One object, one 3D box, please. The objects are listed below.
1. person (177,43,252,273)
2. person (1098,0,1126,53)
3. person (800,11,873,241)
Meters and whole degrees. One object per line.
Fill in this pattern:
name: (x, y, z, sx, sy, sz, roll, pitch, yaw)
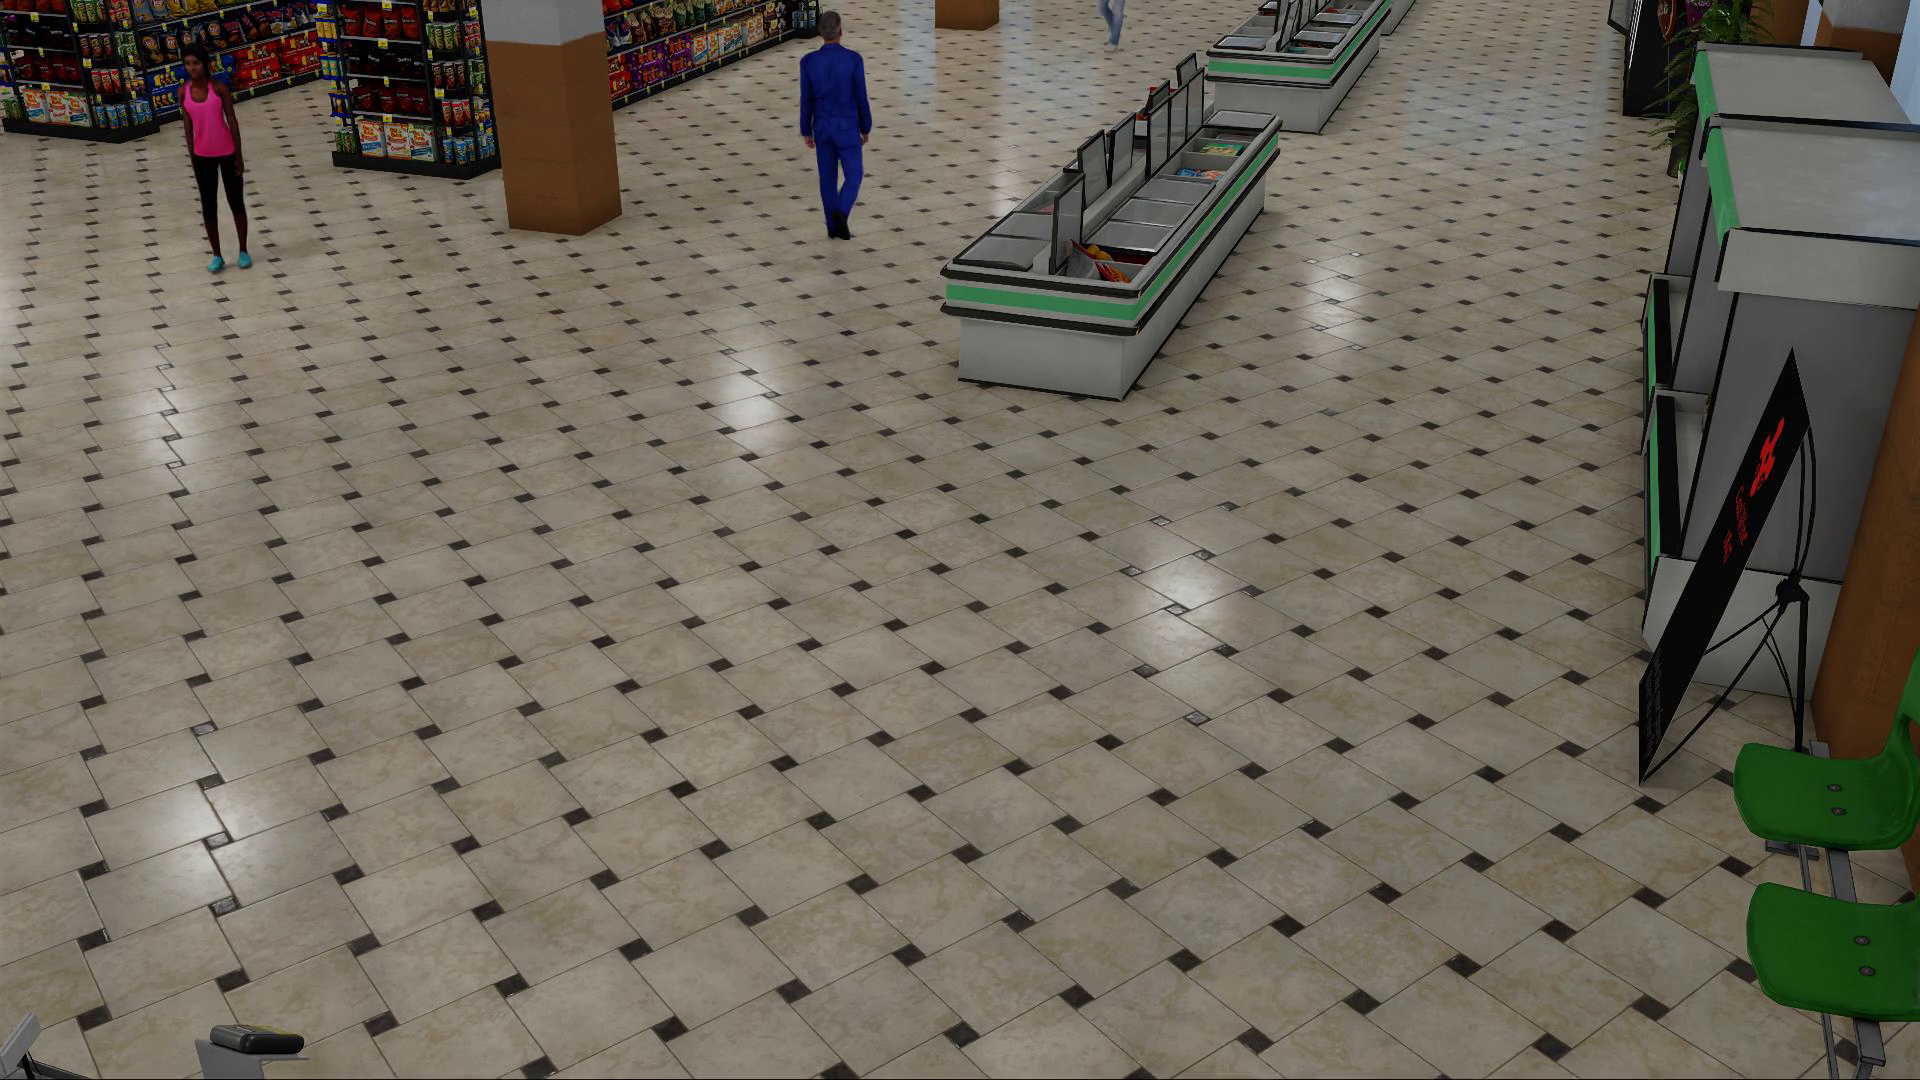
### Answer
person: (-5.723, -2.975, 12.875, 0.721, 1.716, 0.786, -6, 28, -12)
person: (2.000, -7.050, 20.785, 0.732, 1.829, 0.796, 15, 31, 27)
person: (-1.000, -3.264, 13.346, 0.824, 1.806, 1.026, 4, 27, 8)
